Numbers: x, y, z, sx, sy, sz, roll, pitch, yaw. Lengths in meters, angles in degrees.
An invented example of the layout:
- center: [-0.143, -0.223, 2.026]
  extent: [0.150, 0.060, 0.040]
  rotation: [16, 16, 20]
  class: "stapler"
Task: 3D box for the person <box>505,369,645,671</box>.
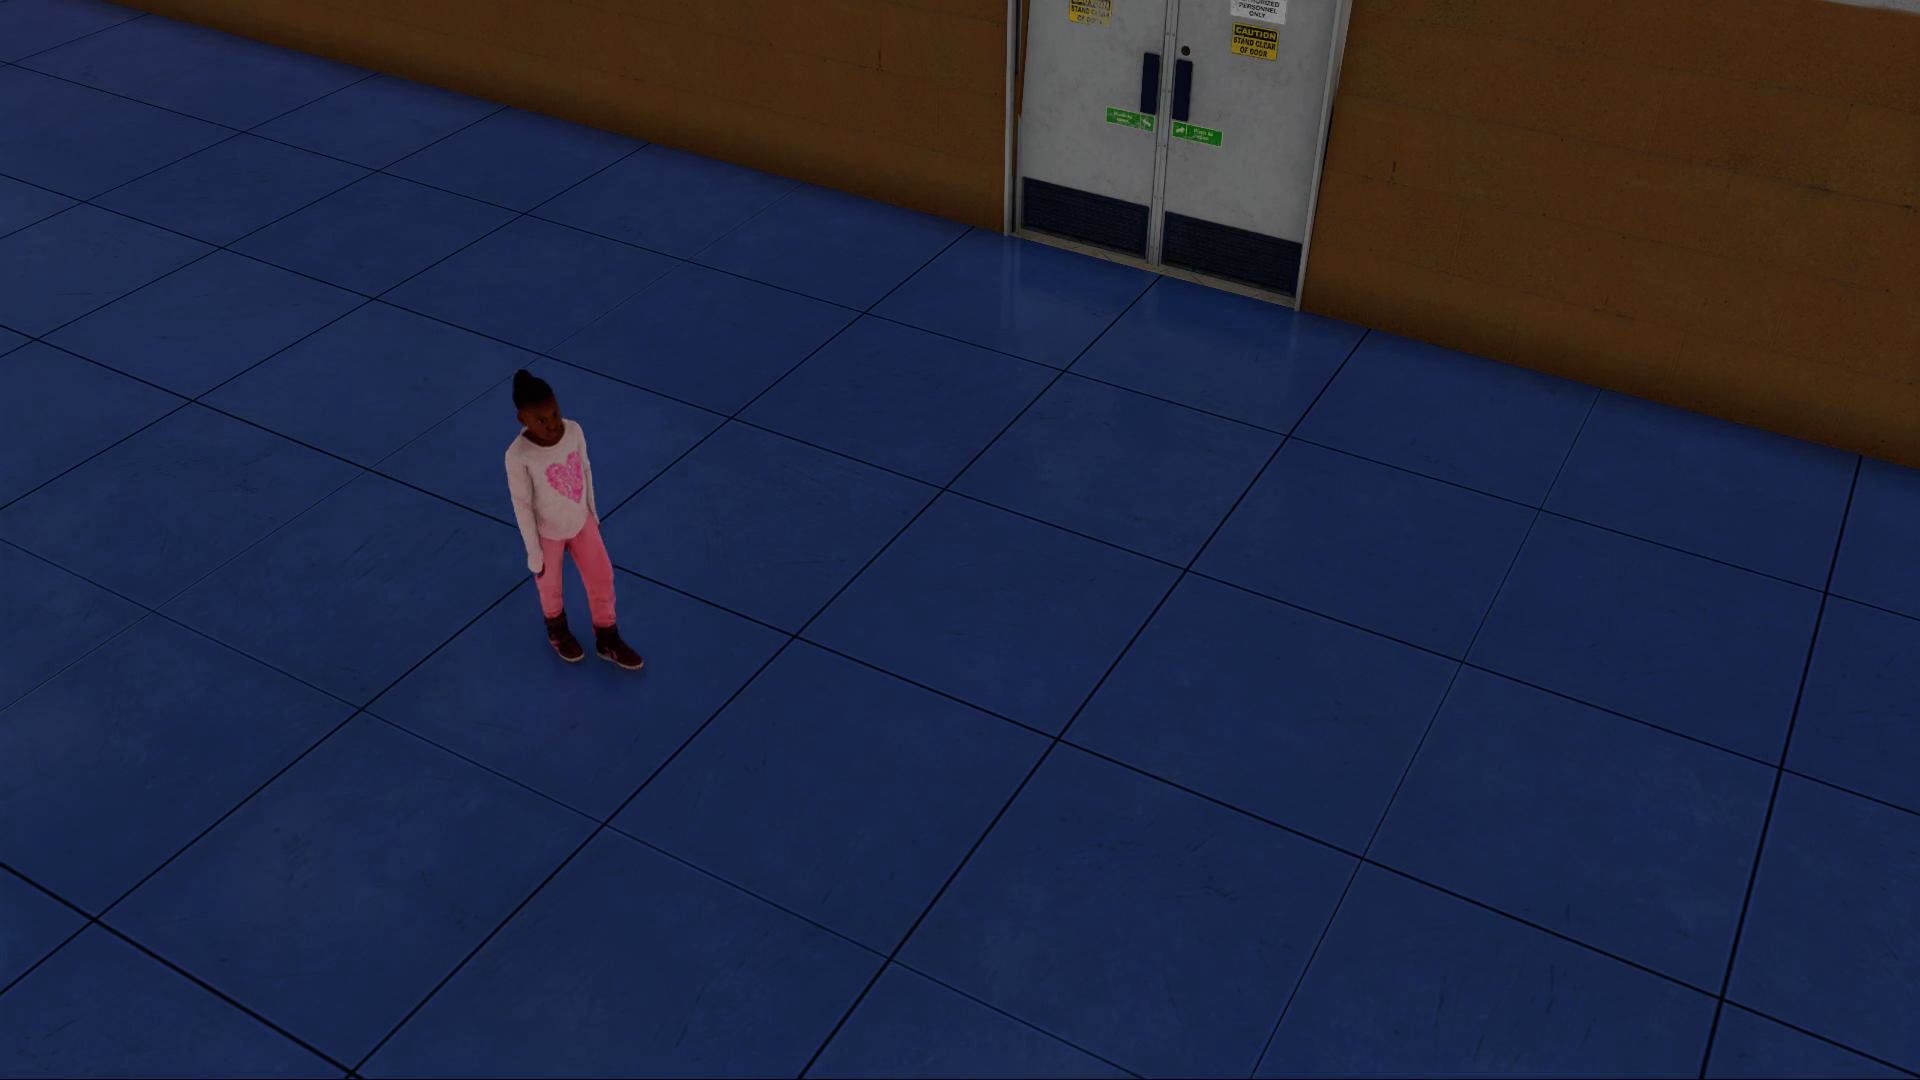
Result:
- center: [-1.739, -0.100, 7.033]
  extent: [0.756, 1.432, 0.745]
  rotation: [-30, 46, -33]
  class: "person"
